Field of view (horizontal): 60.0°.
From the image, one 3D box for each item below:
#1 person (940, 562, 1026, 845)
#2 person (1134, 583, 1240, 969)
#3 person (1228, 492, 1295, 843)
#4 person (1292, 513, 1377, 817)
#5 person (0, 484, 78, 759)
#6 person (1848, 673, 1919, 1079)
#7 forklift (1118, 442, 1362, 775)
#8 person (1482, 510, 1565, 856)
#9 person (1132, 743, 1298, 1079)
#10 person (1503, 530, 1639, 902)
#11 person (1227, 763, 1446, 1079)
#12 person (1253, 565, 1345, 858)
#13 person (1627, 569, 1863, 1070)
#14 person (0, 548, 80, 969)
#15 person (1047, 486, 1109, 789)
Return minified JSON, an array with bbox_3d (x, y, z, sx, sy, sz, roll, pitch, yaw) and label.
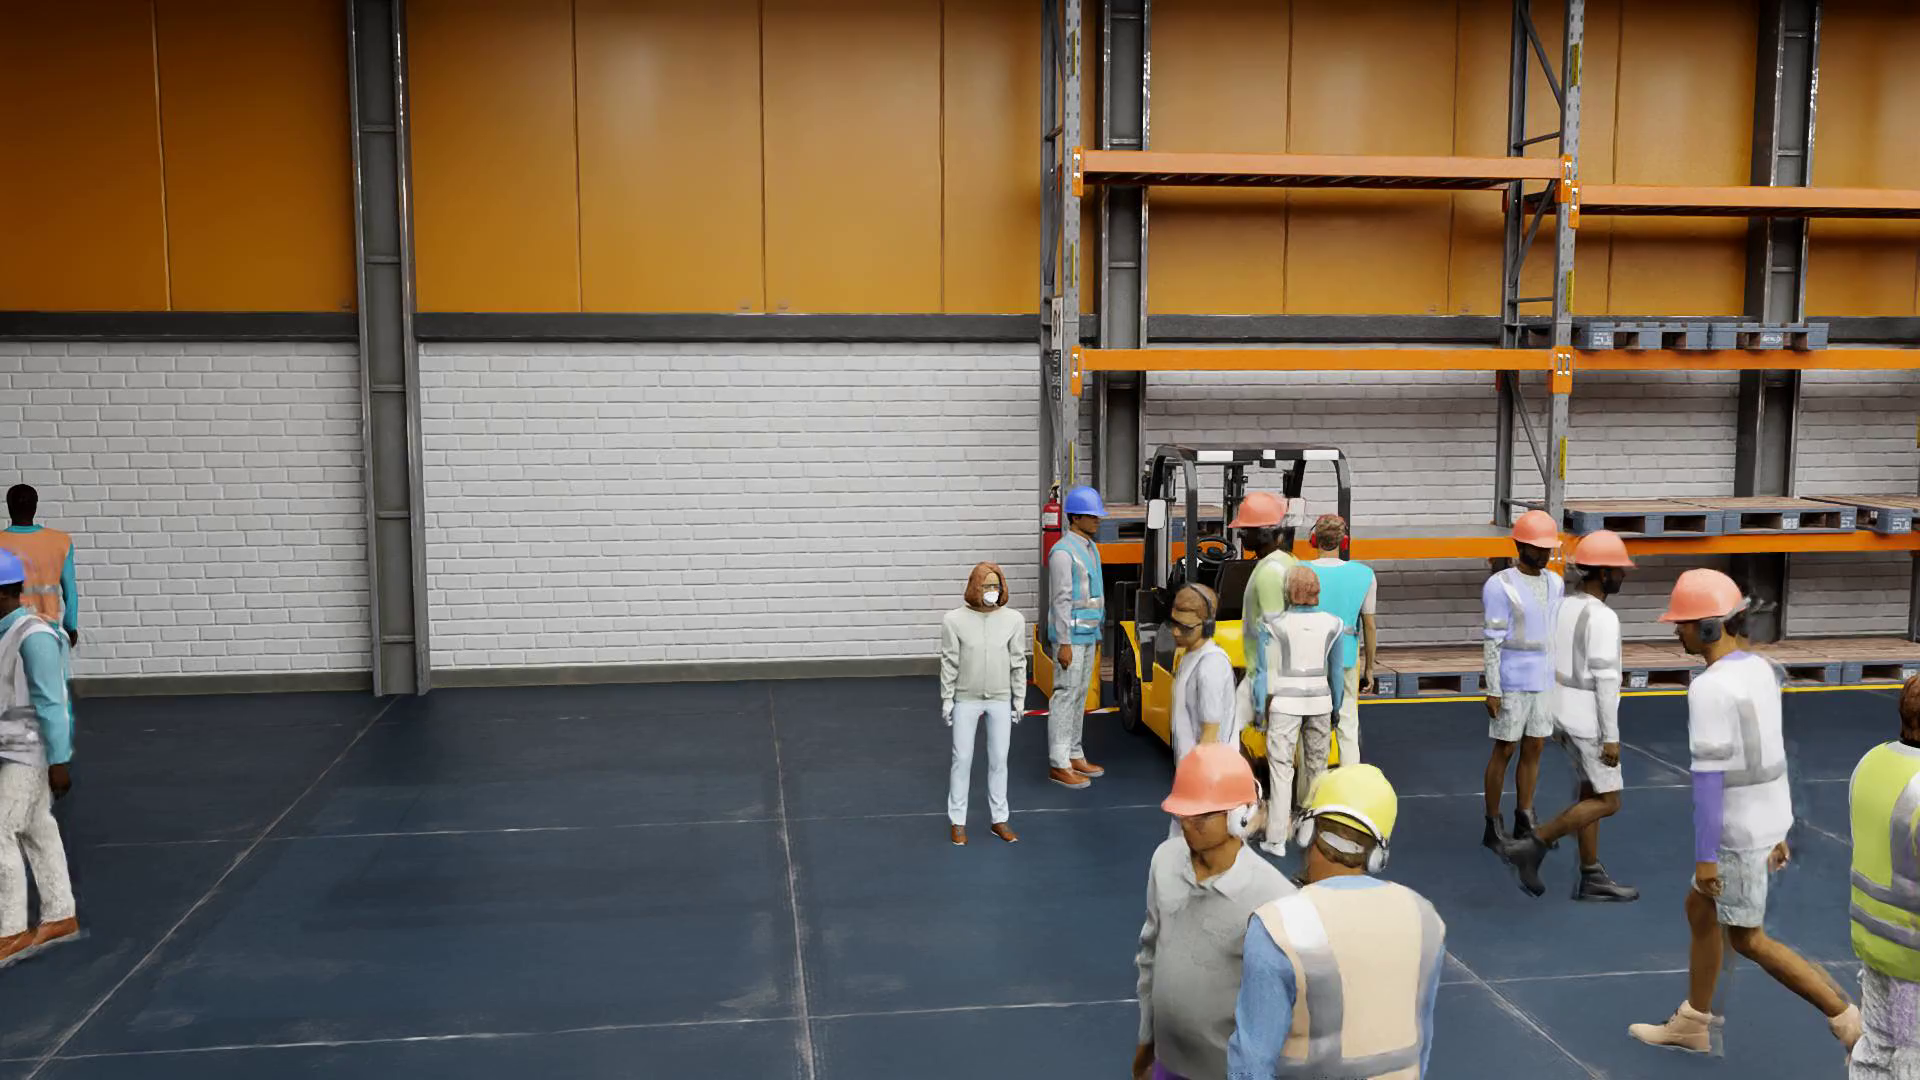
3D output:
[{"bbox_3d":[0.131,0.929,9.492,0.502,1.629,0.289,-1,7,-12],"label":"person"},{"bbox_3d":[1.046,1.079,7.317,0.447,1.823,0.647,0,7,1],"label":"person"},{"bbox_3d":[1.702,0.735,9.462,0.464,2.030,0.623,3,7,24],"label":"person"},{"bbox_3d":[2.201,0.765,9.968,0.570,1.843,0.373,1,7,5],"label":"person"},{"bbox_3d":[-6.306,0.578,11.287,0.599,1.917,0.375,-6,9,-43],"label":"person"},{"bbox_3d":[3.015,1.314,5.187,0.429,1.844,0.624,1,7,5],"label":"person"},{"bbox_3d":[1.912,0.418,11.496,1.214,2.155,2.313,-1,7,-8],"label":"forklift"},{"bbox_3d":[3.183,0.794,9.321,0.553,1.934,0.364,-3,7,-26],"label":"person"},{"bbox_3d":[0.693,1.422,4.646,0.335,1.757,0.568,-5,8,-36],"label":"person"},{"bbox_3d":[3.128,0.905,8.404,0.633,1.925,0.558,0,7,2],"label":"person"},{"bbox_3d":[0.923,1.464,4.118,0.651,1.788,0.439,-4,8,-30],"label":"person"},{"bbox_3d":[1.888,0.954,9.246,0.525,1.631,0.313,-1,7,-10],"label":"person"},{"bbox_3d":[3.108,1.114,6.382,0.914,1.990,0.623,6,9,40],"label":"person"},{"bbox_3d":[-4.412,0.992,7.618,0.656,1.920,0.709,6,9,41],"label":"person"},{"bbox_3d":[0.768,0.617,10.816,0.405,1.945,0.615,3,7,22],"label":"person"}]
